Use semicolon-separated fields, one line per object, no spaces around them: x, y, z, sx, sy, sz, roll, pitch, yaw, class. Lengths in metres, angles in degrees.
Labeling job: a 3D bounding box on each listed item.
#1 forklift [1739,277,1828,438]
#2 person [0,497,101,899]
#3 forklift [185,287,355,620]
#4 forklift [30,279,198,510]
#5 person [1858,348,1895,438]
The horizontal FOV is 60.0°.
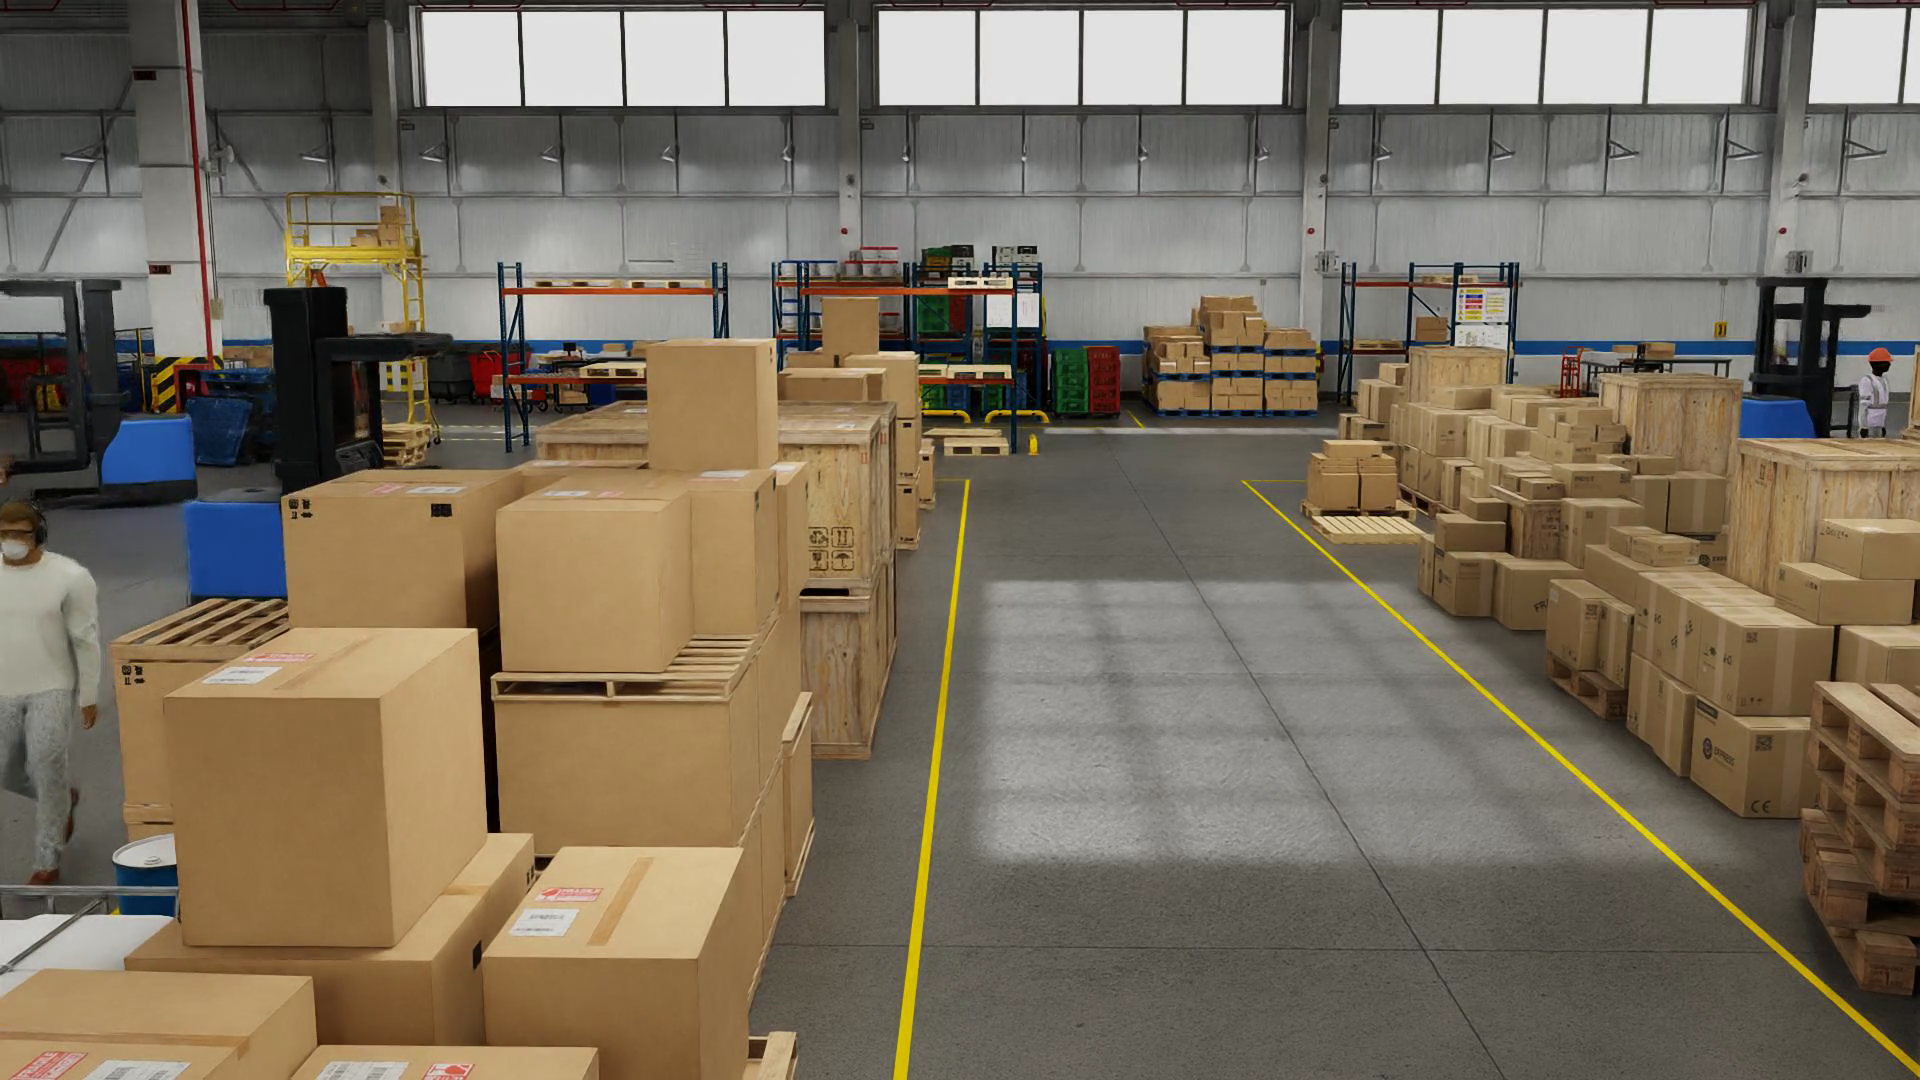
11.903;-2.405;24.039;1.873;2.768;1.129;-4;10;-24;forklift
-4.498;0.731;8.109;0.640;1.922;0.710;-1;10;-6;person
-5.388;-0.713;13.907;1.873;2.768;1.129;0;9;1;forklift
-10.660;-1.862;20.791;1.873;2.768;1.129;-4;10;-25;forklift
11.818;-1.514;21.511;0.551;1.942;0.345;-7;12;-36;person
